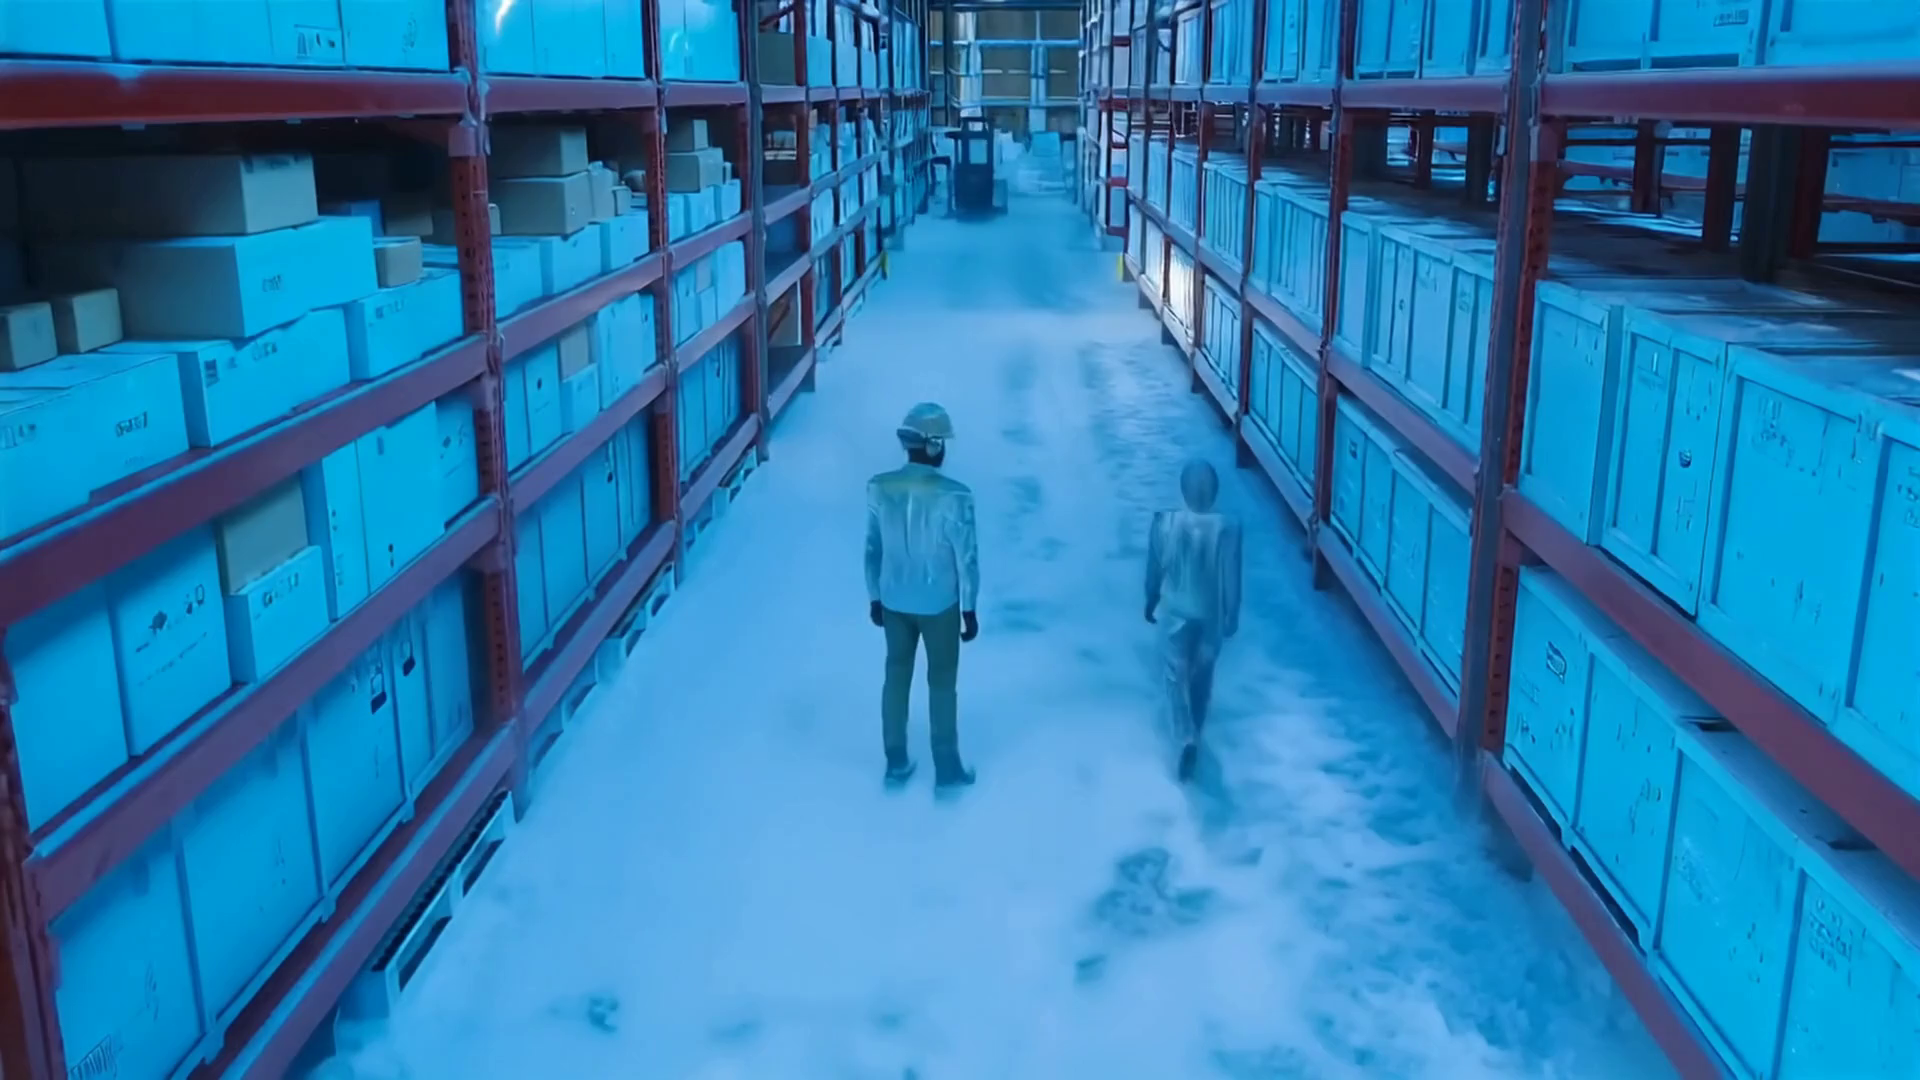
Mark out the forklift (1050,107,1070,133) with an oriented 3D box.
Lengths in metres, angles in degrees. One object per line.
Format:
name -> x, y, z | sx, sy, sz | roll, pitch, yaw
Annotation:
forklift -> 4.694, -19.025, 78.577 | 1.129, 2.768, 1.873 | -7, 17, -26

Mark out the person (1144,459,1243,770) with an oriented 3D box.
person -> 1.233, 0.383, 8.778 | 0.509, 1.607, 0.781 | 0, 15, 0

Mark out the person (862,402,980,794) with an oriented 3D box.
person -> -0.183, 0.295, 8.389 | 0.618, 1.984, 0.402 | 7, 16, 23

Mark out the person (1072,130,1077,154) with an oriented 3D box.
person -> 5.252, -17.041, 73.084 | 0.697, 1.889, 0.991 | 3, 15, 10

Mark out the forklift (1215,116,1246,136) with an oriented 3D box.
forklift -> 7.782, -10.919, 48.418 | 1.129, 2.768, 1.873 | 0, 15, 1

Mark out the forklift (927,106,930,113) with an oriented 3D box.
forklift -> -2.001, -20.667, 84.687 | 1.129, 2.768, 1.873 | 0, 15, 2

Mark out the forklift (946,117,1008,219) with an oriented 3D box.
forklift -> 0.525, -10.528, 46.963 | 1.129, 2.768, 1.873 | 7, 17, 25

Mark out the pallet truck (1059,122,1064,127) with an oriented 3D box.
pallet truck -> 5.788, -21.111, 88.014 | 1.885, 1.965, 0.823 | 5, 16, 18
